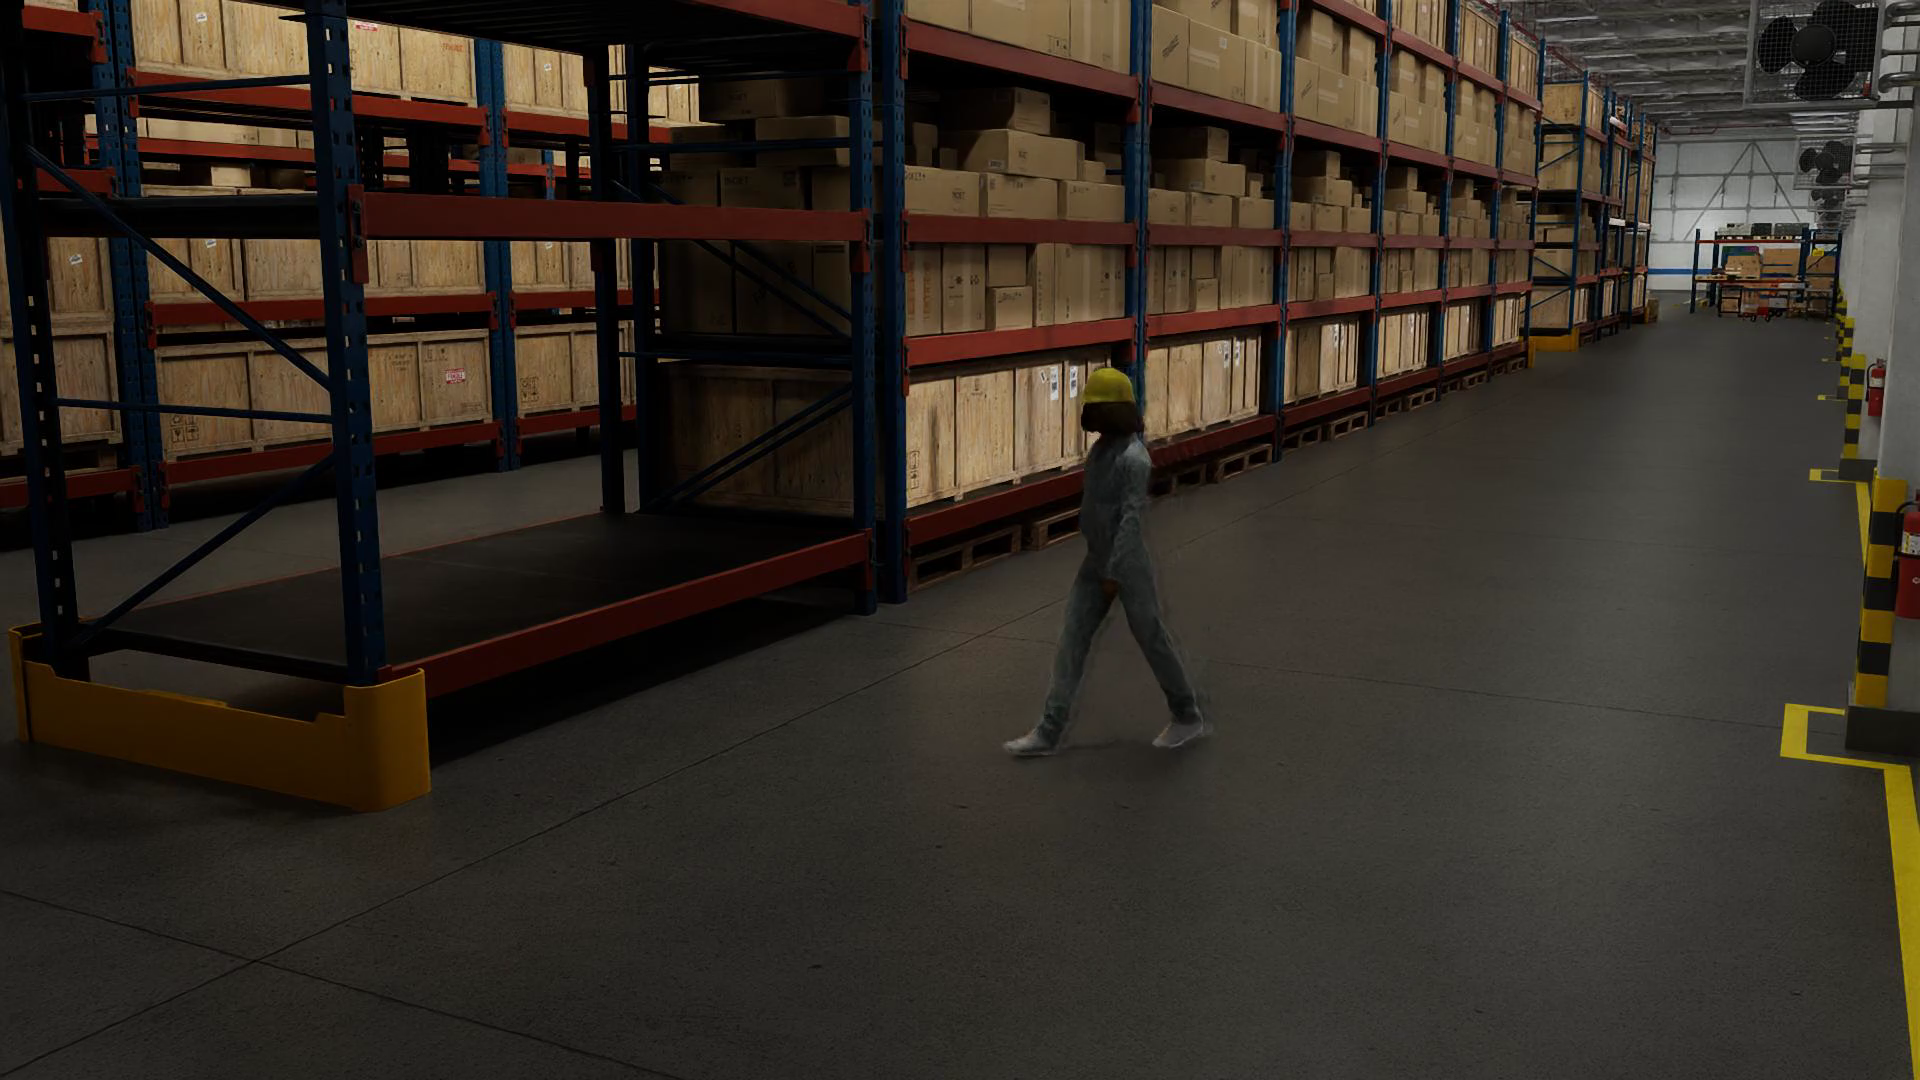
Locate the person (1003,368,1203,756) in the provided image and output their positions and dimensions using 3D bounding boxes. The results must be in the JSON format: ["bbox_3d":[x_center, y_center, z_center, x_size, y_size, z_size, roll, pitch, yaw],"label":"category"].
[{"bbox_3d":[0.671,0.102,7.193,0.939,1.693,0.494,-5,11,-27],"label":"person"}]
